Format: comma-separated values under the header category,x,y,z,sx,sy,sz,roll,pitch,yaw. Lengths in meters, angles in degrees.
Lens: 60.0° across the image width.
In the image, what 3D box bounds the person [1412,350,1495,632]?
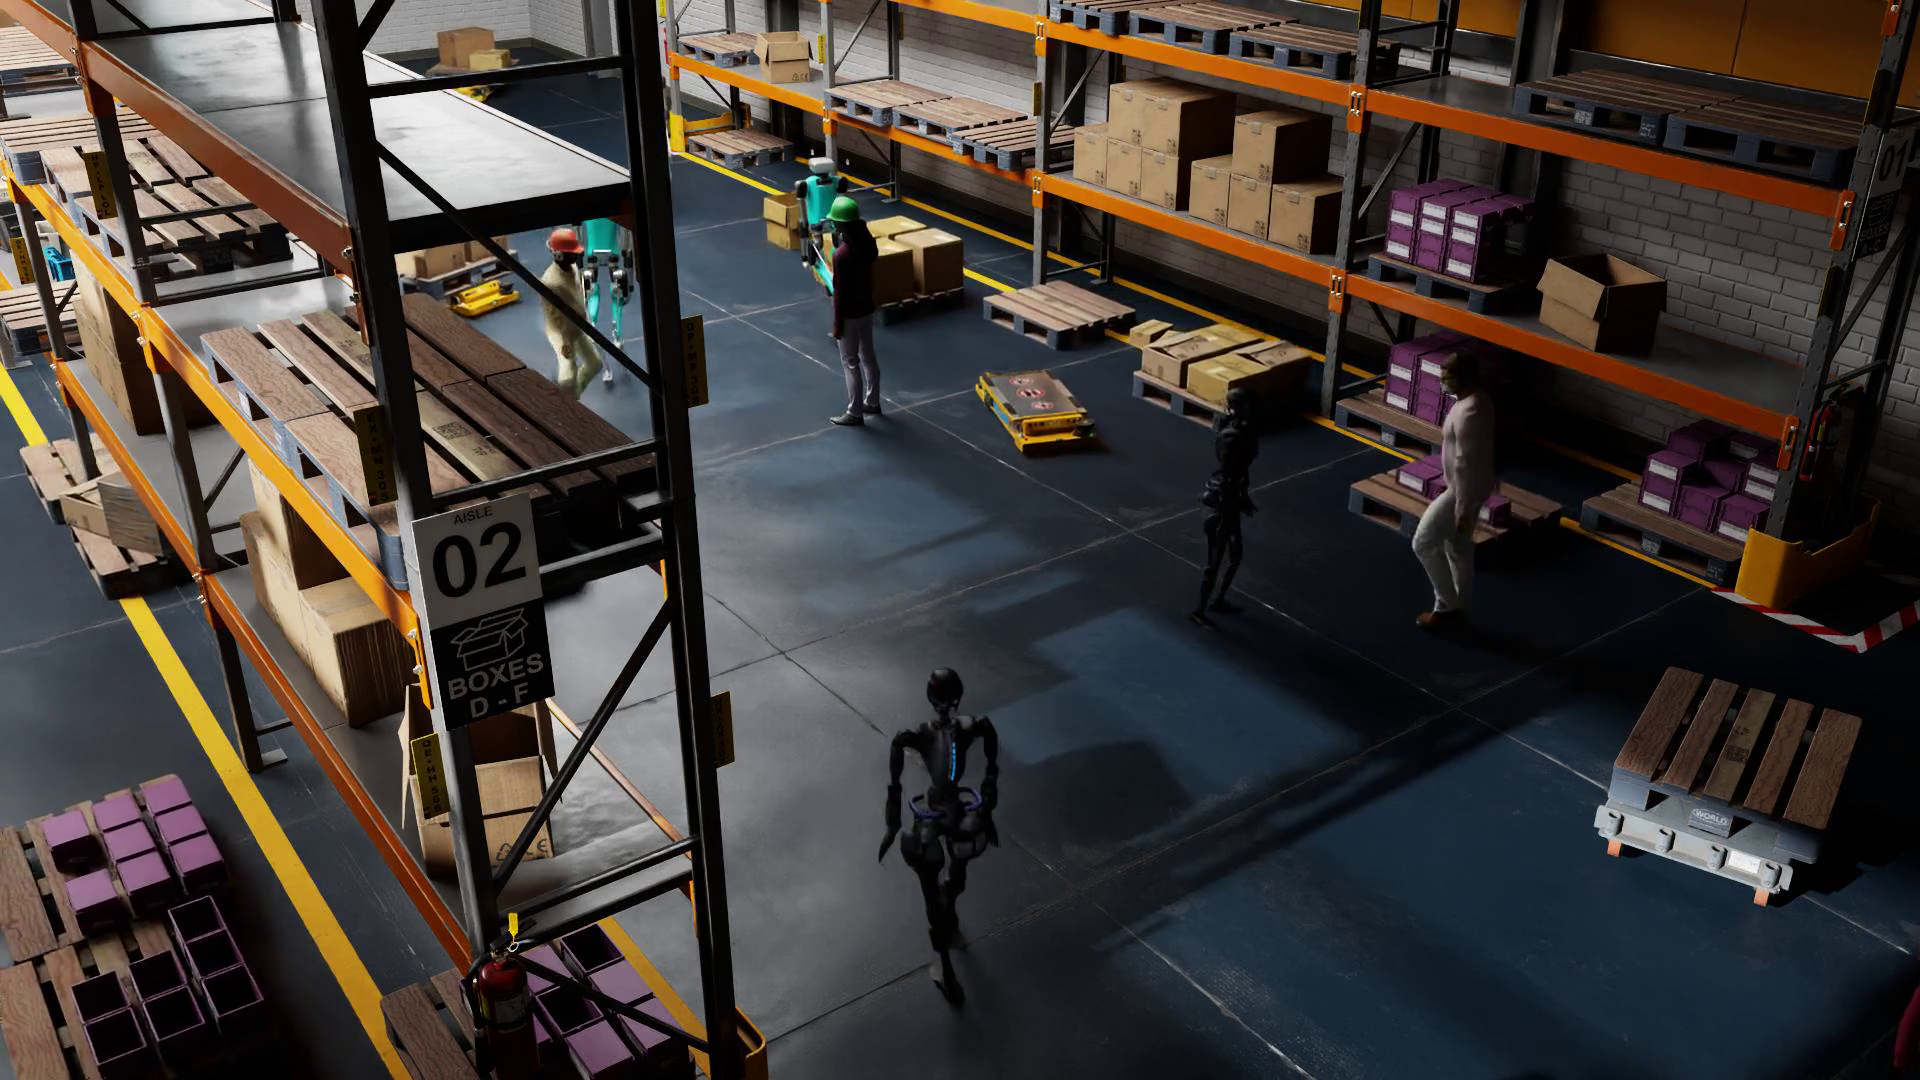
category,x,y,z,sx,sy,sz,roll,pitch,yaw
person,3.206,-0.297,10.753,0.487,1.907,0.660,11,29,21

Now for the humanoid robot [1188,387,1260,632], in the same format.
category,x,y,z,sx,sy,sz,roll,pitch,yaw
humanoid robot,1.737,-0.228,10.871,0.406,1.649,0.588,10,28,19

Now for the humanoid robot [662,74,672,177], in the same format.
category,x,y,z,sx,sy,sz,roll,pitch,yaw
humanoid robot,-3.683,-4.741,19.908,0.537,1.893,0.708,-9,28,-18

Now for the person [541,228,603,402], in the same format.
category,x,y,z,sx,sy,sz,roll,pitch,yaw
person,-3.218,-1.743,13.818,0.390,1.733,0.588,5,27,11

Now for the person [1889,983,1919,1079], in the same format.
category,x,y,z,sx,sy,sz,roll,pitch,yaw
person,3.790,2.063,6.185,0.928,1.803,0.635,-14,30,-26

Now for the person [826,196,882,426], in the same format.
category,x,y,z,sx,sy,sz,roll,pitch,yaw
person,-0.897,-1.909,13.929,0.436,1.942,0.487,14,30,25

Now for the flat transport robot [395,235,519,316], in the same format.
category,x,y,z,sx,sy,sz,roll,pitch,yaw
flat transport robot,-5.311,-2.594,17.147,1.431,0.231,0.659,15,31,28

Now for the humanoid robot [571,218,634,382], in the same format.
category,x,y,z,sx,sy,sz,roll,pitch,yaw
humanoid robot,-3.135,-2.164,14.691,0.543,1.799,0.784,-4,27,-7

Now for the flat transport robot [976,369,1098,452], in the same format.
category,x,y,z,sx,sy,sz,roll,pitch,yaw
flat transport robot,0.636,-1.130,14.235,0.659,0.231,1.431,-7,28,-14

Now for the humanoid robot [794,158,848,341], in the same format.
category,x,y,z,sx,sy,sz,roll,pitch,yaw
humanoid robot,-1.175,-2.637,15.637,0.539,1.800,0.809,-15,30,-27

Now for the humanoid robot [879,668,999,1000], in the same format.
category,x,y,z,sx,sy,sz,roll,pitch,yaw
humanoid robot,-0.112,1.310,7.847,0.589,1.631,0.725,-10,28,-19

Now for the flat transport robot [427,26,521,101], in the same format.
category,x,y,z,sx,sy,sz,roll,pitch,yaw
flat transport robot,-7.636,-7.150,26.210,0.659,0.231,1.431,1,27,2
